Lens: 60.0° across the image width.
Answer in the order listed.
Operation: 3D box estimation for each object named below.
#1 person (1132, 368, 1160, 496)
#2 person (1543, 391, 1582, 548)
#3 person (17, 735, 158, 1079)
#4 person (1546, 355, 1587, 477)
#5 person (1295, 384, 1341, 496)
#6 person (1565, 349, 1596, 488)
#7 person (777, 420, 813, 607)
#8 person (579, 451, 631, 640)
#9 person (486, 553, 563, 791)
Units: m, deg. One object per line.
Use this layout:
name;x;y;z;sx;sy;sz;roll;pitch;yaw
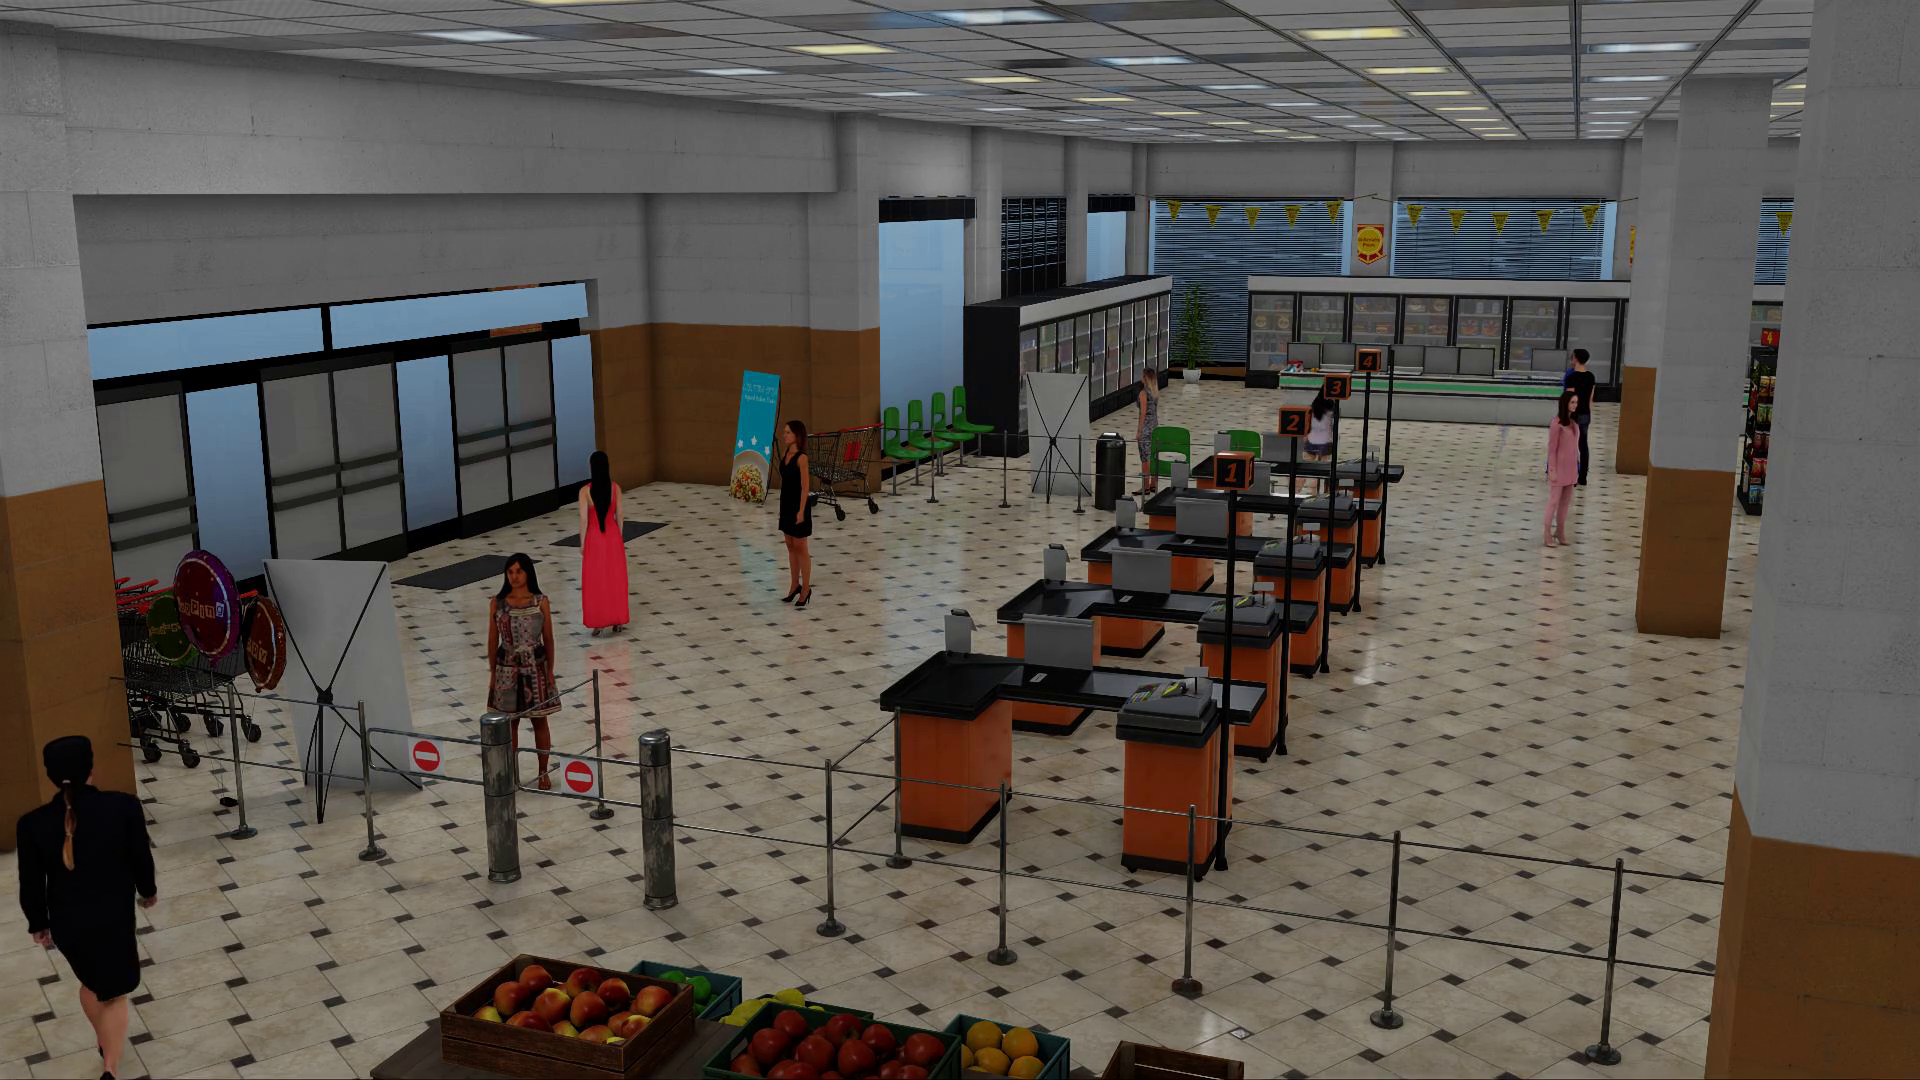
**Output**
person;2.539;-1.468;22.379;0.580;1.705;0.615;9;15;35
person;6.901;-0.819;19.067;0.677;1.800;0.710;-7;14;-32
person;-3.837;1.725;7.377;1.119;1.639;1.139;-4;13;-19
person;8.577;-1.732;23.411;0.944;1.797;0.835;0;12;0
person;4.583;-1.226;21.320;0.732;1.668;0.908;8;14;33
person;8.547;-1.697;23.002;0.735;1.896;0.796;-5;13;-24
person;-1.617;-0.266;16.357;0.724;1.835;0.627;-9;15;-36
person;-3.259;0.036;15.182;0.712;1.728;0.746;-8;14;-34
person;-2.975;0.890;11.328;0.638;1.645;0.784;-1;12;-7
